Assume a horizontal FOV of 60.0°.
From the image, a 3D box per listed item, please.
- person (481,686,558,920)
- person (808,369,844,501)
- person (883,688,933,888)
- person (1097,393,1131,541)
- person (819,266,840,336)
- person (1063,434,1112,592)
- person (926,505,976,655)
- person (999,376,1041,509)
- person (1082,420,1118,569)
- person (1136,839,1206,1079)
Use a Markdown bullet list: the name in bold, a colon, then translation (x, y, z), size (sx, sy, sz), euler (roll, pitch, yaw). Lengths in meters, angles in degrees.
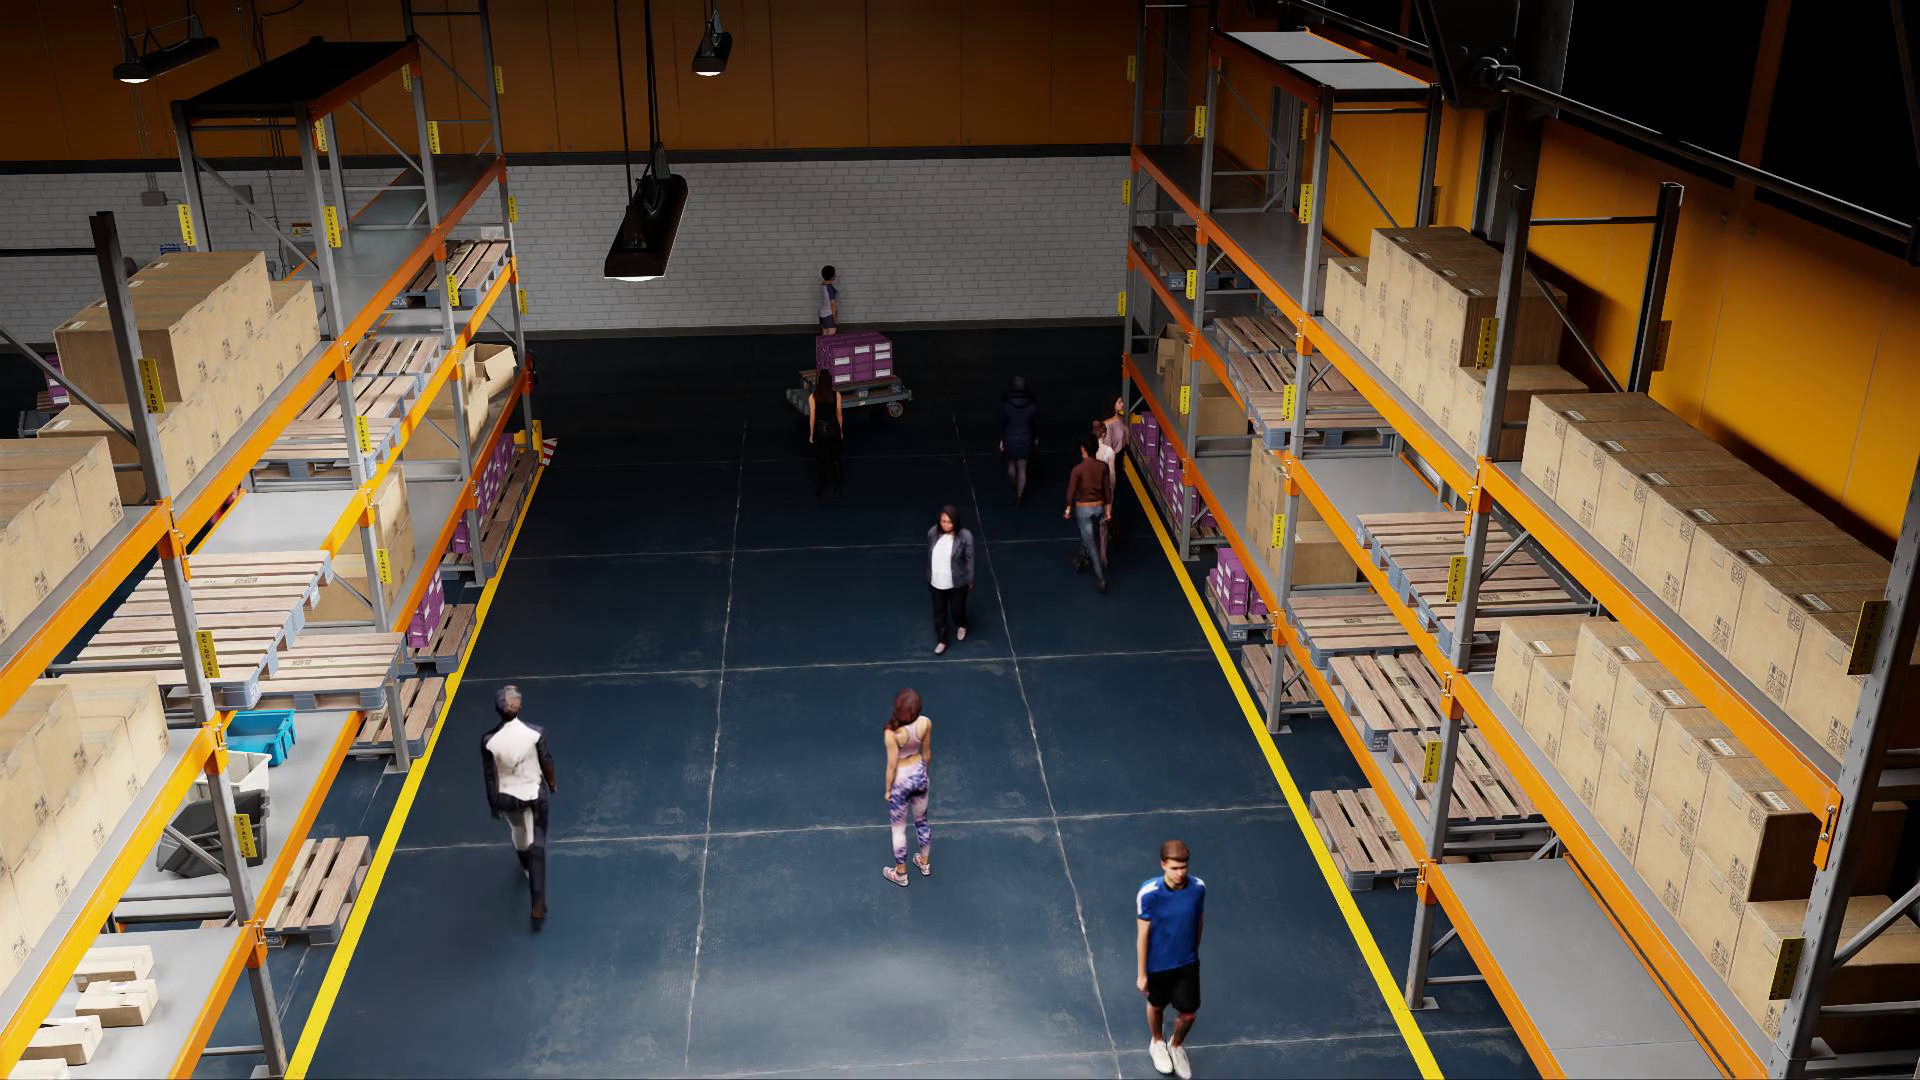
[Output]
- **person**: translation (-3.400, 2.067, 12.971), size (0.690, 1.851, 1.229), euler (-3, 24, -7)
- **person**: translation (-1.686, -1.342, 20.974), size (0.637, 1.687, 0.605), euler (-7, 25, -16)
- **person**: translation (-0.416, 1.954, 13.340), size (0.691, 1.763, 0.715), euler (-16, 28, -32)
- **person**: translation (1.808, -0.889, 19.784), size (0.761, 1.811, 0.671), euler (14, 27, 30)
- **person**: translation (-2.067, -3.557, 26.195), size (0.684, 1.564, 0.576), euler (-12, 26, -25)
- **person**: translation (1.472, -0.267, 18.457), size (0.974, 1.734, 1.235), euler (-13, 27, -26)
- **person**: translation (-0.087, 0.371, 17.176), size (0.840, 1.590, 0.928), euler (8, 25, 17)
- **person**: translation (0.728, -1.187, 20.687), size (0.760, 1.633, 1.059), euler (1, 24, 2)
- **person**: translation (1.566, -0.528, 18.982), size (0.642, 1.792, 0.658), euler (11, 26, 24)
- **person**: translation (1.397, 2.789, 11.320), size (0.686, 1.851, 0.699), euler (-5, 24, -11)
